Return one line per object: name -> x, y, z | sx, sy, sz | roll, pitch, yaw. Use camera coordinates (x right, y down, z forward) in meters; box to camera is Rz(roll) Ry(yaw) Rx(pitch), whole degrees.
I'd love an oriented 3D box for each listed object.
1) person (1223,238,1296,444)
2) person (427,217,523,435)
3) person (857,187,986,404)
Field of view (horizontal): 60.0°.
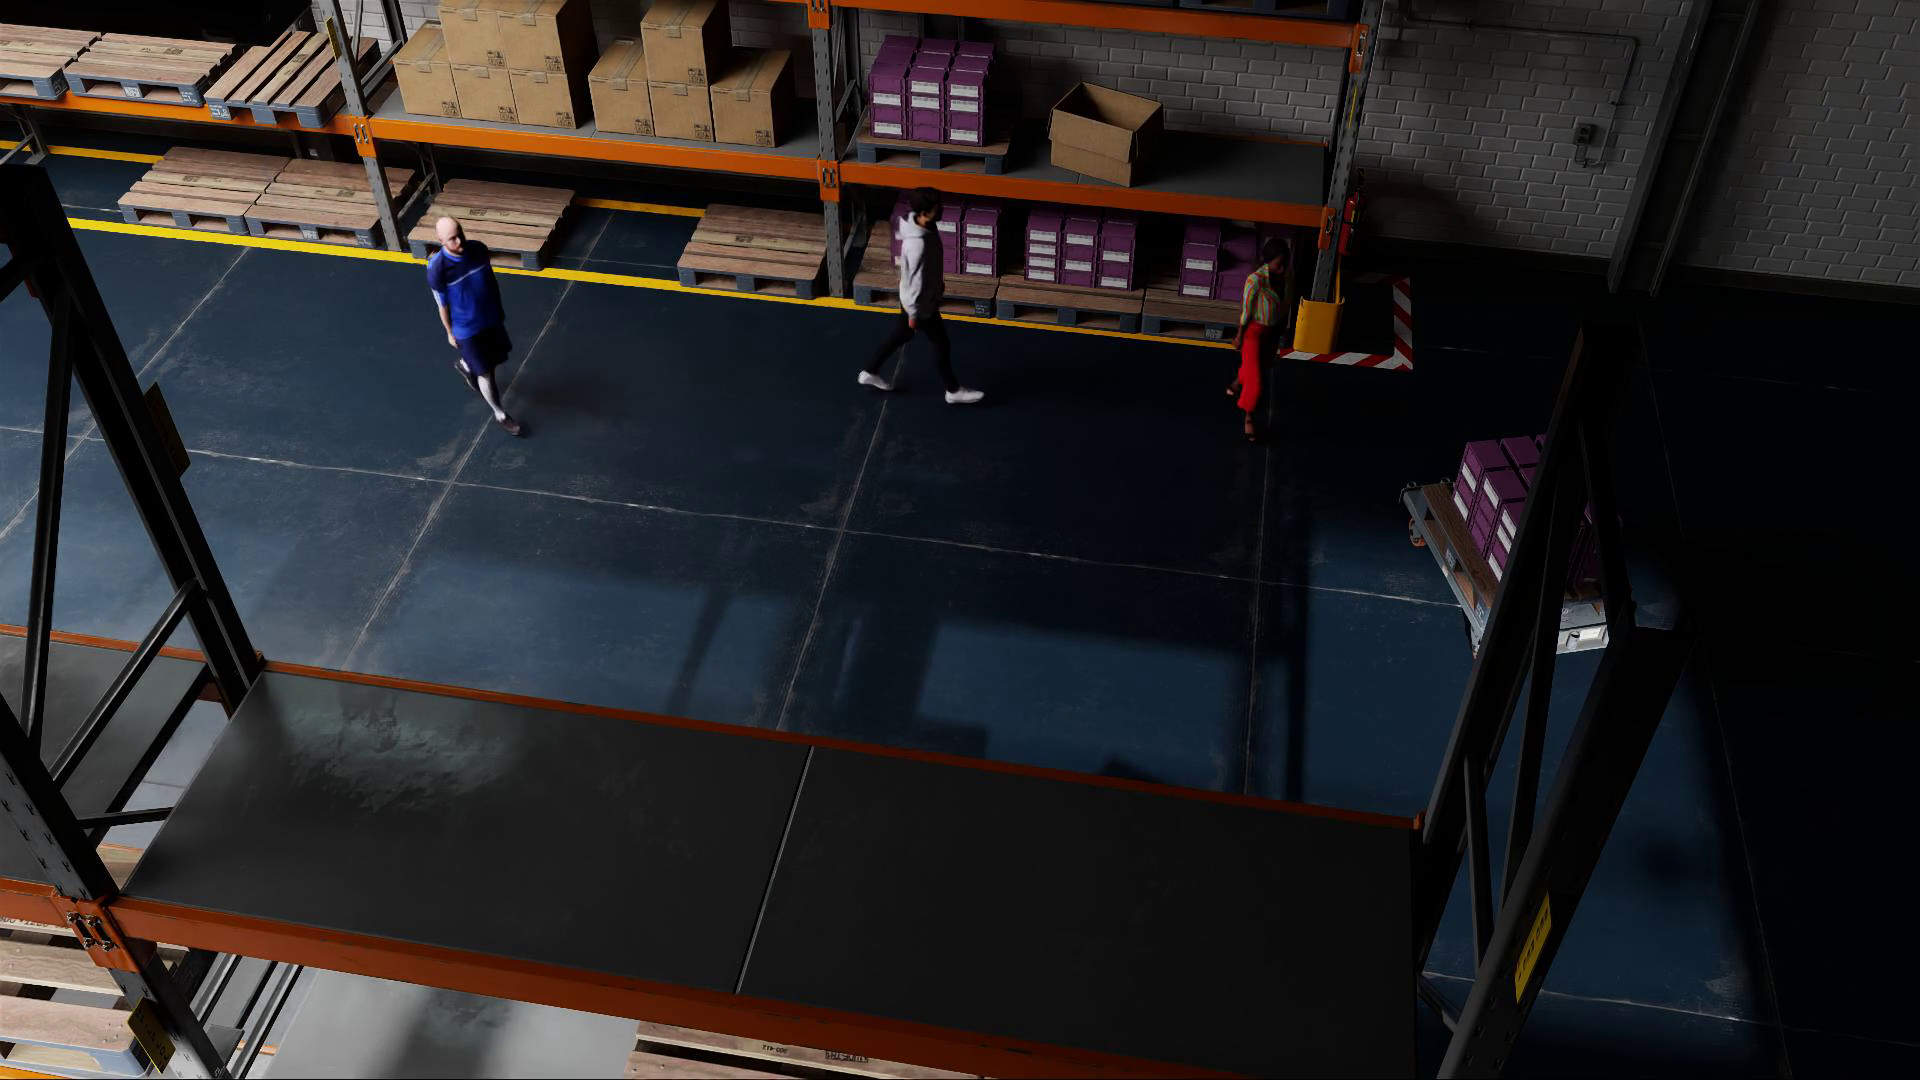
person -> 2.213, -1.524, 12.324 | 0.855, 1.764, 0.914 | -30, 51, -28
person -> -3.660, -1.645, 12.411 | 1.152, 1.819, 0.970 | 28, 50, 26
person -> -0.404, -1.813, 12.541 | 1.282, 1.882, 0.823 | 0, 44, 0
